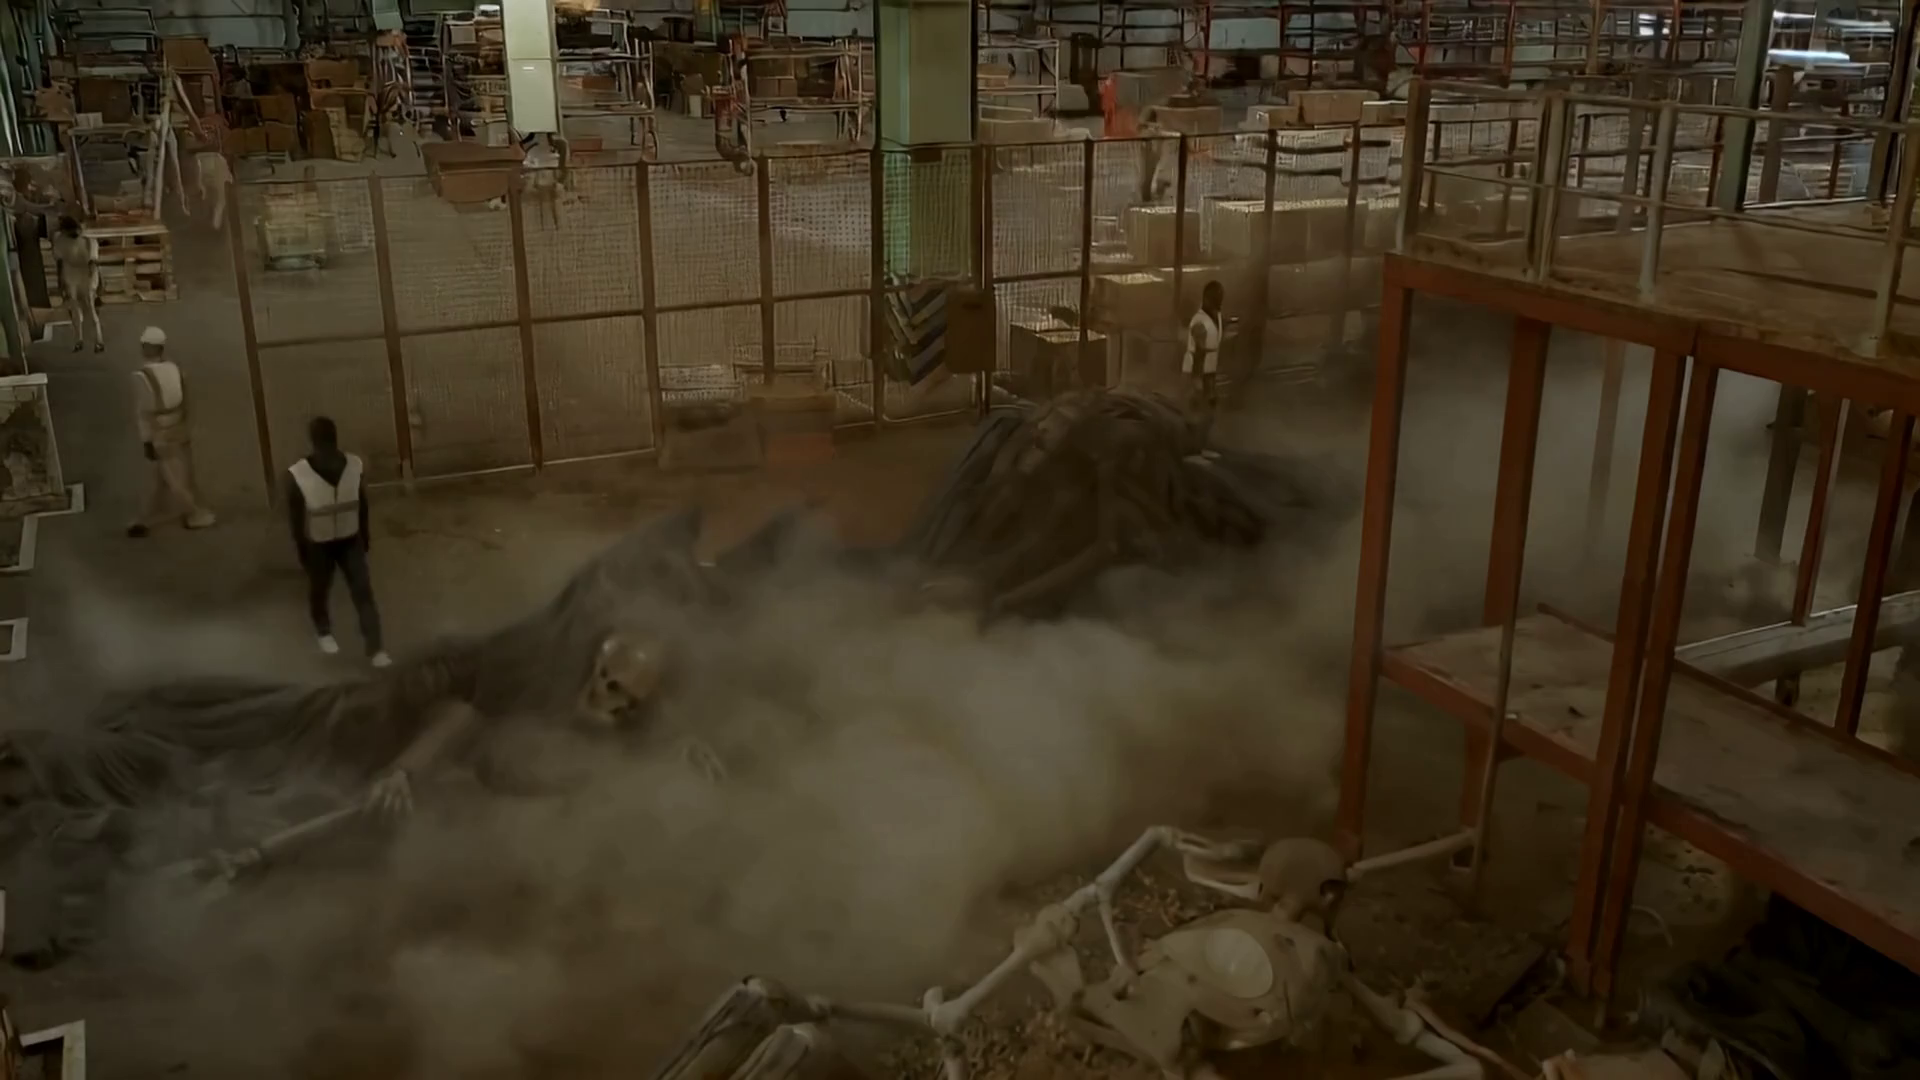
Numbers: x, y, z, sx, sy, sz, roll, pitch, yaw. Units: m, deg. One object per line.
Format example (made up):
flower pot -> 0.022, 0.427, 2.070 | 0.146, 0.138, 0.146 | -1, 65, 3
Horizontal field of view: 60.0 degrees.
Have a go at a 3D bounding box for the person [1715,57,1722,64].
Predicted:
person -> 28.821, -17.560, 63.427 | 0.847, 1.648, 0.539 | -11, 22, -29

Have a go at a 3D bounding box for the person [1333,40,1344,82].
person -> 16.249, -20.446, 71.360 | 0.356, 1.938, 0.638 | -4, 19, -12

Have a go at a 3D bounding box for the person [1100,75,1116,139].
person -> 4.429, -12.934, 49.712 | 0.511, 1.860, 0.325 | 14, 24, 36

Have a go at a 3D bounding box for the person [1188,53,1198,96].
person -> 9.248, -18.495, 66.079 | 0.320, 1.692, 0.531 | -10, 21, -26

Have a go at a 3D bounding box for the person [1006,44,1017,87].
person -> 2.111, -20.060, 70.431 | 0.797, 1.822, 0.617 | -8, 21, -22

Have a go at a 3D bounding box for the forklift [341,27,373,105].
forklift -> -22.275, -17.346, 60.954 | 1.873, 2.768, 1.129 | -9, 21, -25

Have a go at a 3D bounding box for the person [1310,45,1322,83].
person -> 14.457, -19.103, 67.495 | 0.569, 1.921, 0.550 | -10, 22, -28

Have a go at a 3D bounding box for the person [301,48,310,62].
person -> -25.848, -18.511, 65.783 | 0.441, 1.911, 0.621 | -6, 20, -16

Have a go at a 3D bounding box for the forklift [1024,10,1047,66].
forklift -> 3.593, -25.497, 84.581 | 1.873, 2.768, 1.129 | -9, 21, -25

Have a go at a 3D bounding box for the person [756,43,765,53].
person -> -8.274, -19.736, 69.302 | 0.356, 1.938, 0.633 | 6, 20, 16

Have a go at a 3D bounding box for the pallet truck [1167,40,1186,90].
pallet truck -> 9.045, -19.971, 69.895 | 0.823, 1.965, 1.885 | -3, 19, -8

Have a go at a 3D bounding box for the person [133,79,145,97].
person -> -25.357, -13.404, 51.415 | 0.525, 1.632, 0.315 | 4, 19, 12

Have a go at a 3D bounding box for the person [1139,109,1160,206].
person -> 4.136, -8.254, 35.866 | 0.538, 2.000, 0.683 | 3, 19, 8

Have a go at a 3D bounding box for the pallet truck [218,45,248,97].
pallet truck -> -28.879, -18.665, 66.111 | 0.823, 1.965, 1.885 | -3, 19, -9

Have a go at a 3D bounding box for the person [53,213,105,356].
person -> -11.657, -3.381, 21.992 | 0.513, 1.876, 0.328 | -6, 20, -17

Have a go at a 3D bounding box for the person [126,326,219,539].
person -> -7.190, -0.974, 15.008 | 0.693, 1.894, 0.639 | 4, 19, 11

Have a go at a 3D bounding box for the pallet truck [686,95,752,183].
pallet truck -> -5.836, -9.608, 39.856 | 0.823, 1.965, 1.885 | 10, 22, 27

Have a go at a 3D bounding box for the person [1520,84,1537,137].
person -> 17.139, -12.945, 50.093 | 0.547, 1.618, 0.528 | 14, 24, 36

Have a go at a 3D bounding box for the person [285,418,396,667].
person -> -4.564, 0.020, 12.155 | 0.614, 1.861, 1.017 | -17, 25, -40

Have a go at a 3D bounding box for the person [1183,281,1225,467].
person -> 2.500, -1.716, 17.111 | 0.383, 1.915, 0.596 | 8, 21, 22

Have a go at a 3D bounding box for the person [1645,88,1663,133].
person -> 20.098, -12.296, 48.254 | 0.516, 1.581, 0.893 | 4, 19, 10

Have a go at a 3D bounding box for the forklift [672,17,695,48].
forklift -> -11.994, -21.337, 72.523 | 1.129, 2.768, 1.873 | -13, 23, -33

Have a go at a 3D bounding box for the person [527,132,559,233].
person -> -8.041, -6.917, 32.184 | 0.581, 1.919, 0.394 | -7, 20, -20

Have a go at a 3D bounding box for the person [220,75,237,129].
person -> -23.172, -13.840, 52.575 | 0.543, 1.696, 0.317 | 2, 19, 7

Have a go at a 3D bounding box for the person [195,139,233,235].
person -> -14.350, -6.813, 32.053 | 0.623, 1.811, 0.917 | 3, 19, 10

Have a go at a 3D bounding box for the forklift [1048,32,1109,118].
forklift -> 4.058, -15.857, 56.637 | 1.873, 2.768, 1.129 | -9, 21, -25

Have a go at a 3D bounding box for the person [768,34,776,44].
person -> -9.024, -22.959, 78.659 | 1.005, 1.945, 0.599 | 4, 20, 13

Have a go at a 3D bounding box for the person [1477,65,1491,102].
person -> 16.728, -14.131, 53.027 | 0.428, 1.961, 0.626 | -8, 20, -21

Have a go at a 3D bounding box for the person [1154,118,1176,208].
person -> 4.313, -7.914, 35.066 | 0.560, 1.916, 0.449 | -16, 25, -39

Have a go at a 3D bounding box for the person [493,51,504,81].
person -> -17.241, -17.370, 62.445 | 0.635, 1.936, 0.351 | 18, 26, 41
